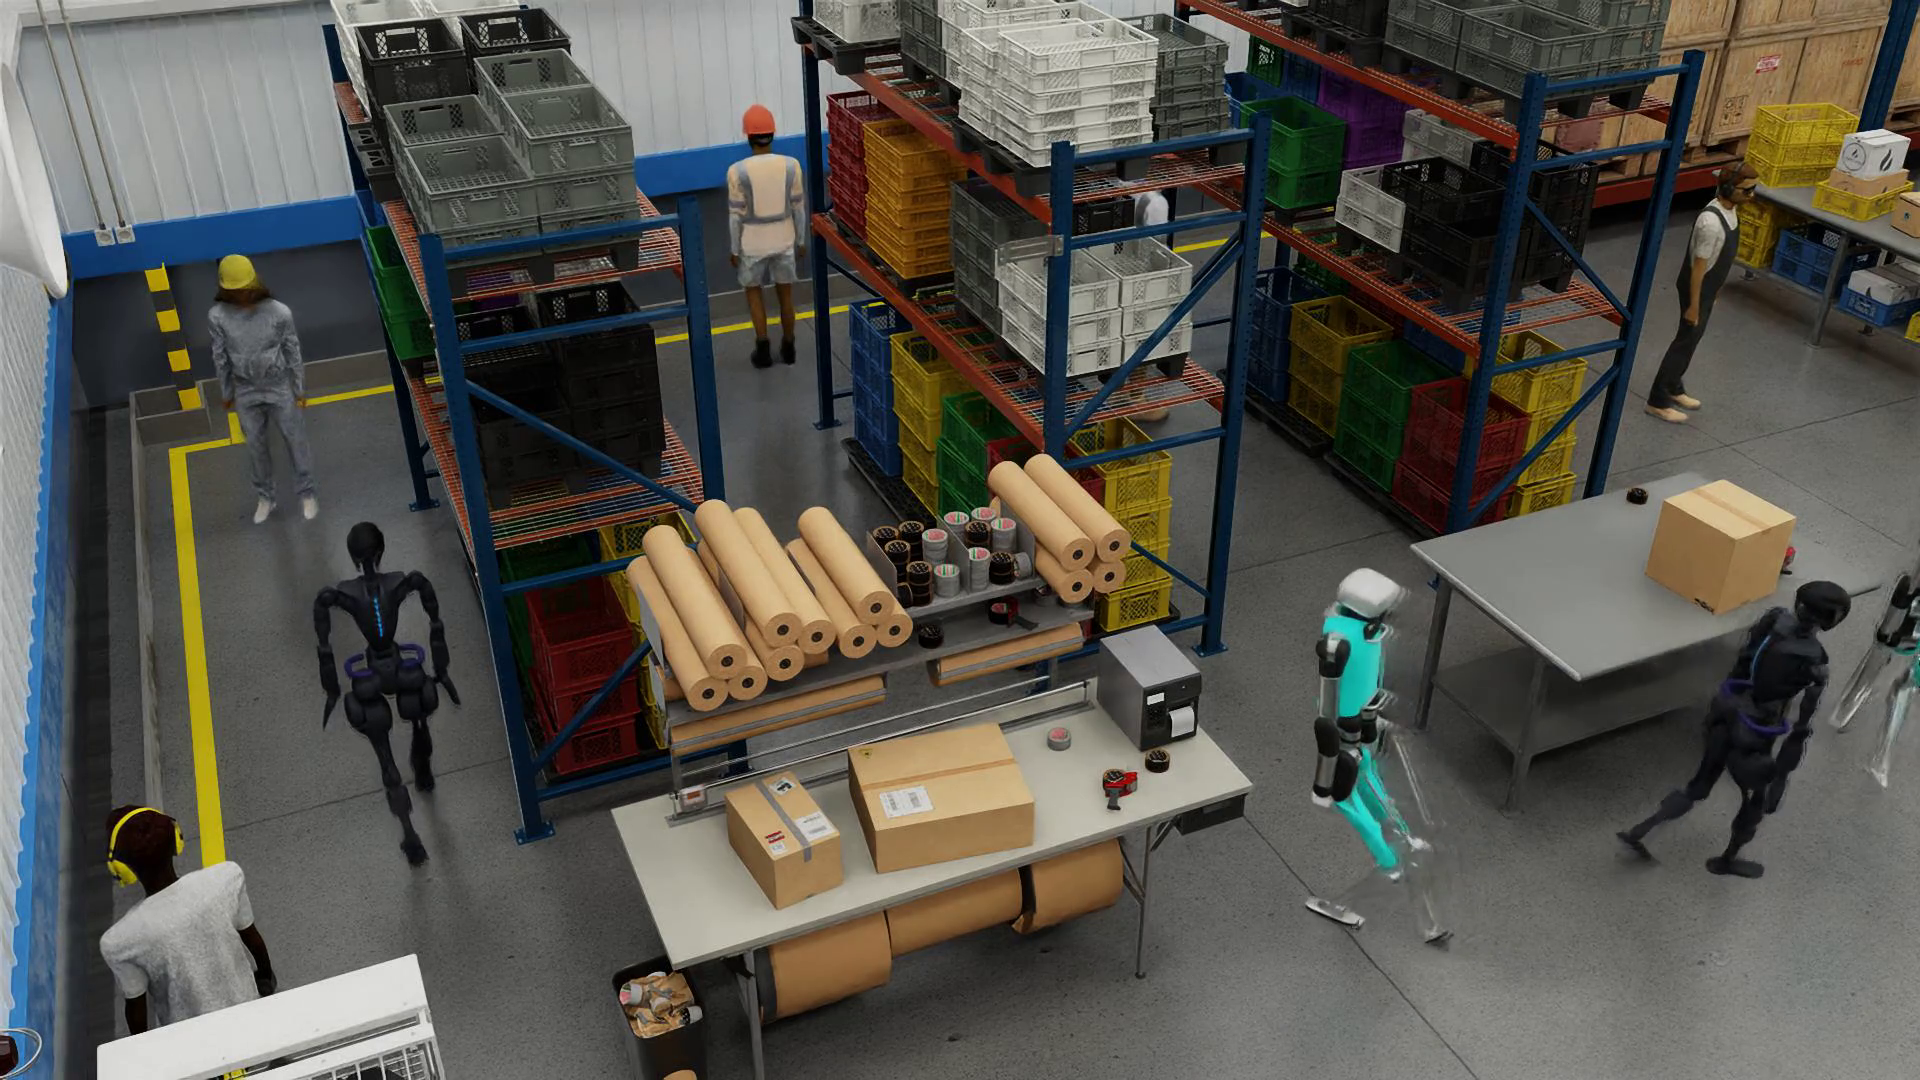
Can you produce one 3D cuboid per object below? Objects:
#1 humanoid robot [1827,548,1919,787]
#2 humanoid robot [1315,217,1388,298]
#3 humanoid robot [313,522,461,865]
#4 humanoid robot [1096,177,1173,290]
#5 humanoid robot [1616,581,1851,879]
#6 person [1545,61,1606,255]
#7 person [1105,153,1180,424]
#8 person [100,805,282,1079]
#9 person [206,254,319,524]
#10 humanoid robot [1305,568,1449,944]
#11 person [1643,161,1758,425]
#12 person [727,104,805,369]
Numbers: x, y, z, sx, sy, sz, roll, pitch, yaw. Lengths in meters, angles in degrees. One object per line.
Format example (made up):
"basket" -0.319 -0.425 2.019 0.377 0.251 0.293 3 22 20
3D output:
"humanoid robot" 4.623 0.333 8.039 0.529 1.756 0.965 3 32 5
"humanoid robot" 3.081 -2.516 12.650 0.982 1.730 0.549 0 32 0
"humanoid robot" -2.634 0.648 7.620 0.609 1.626 0.771 -14 34 -22
"humanoid robot" 1.298 -2.821 13.212 1.030 1.780 0.530 13 34 20
"humanoid robot" 3.368 0.833 7.303 0.675 1.628 0.610 3 32 6
"person" 5.131 -3.246 13.824 0.522 1.761 0.336 -16 35 -24
"person" 1.219 -1.772 11.162 0.390 2.040 0.607 -13 34 -20
"person" -2.602 1.659 5.764 0.340 1.857 0.519 24 39 34
"person" -4.199 -0.904 10.033 0.493 1.742 0.310 -5 32 -8
"humanoid robot" 1.832 1.030 6.989 0.800 1.881 0.545 19 36 28
"person" 4.988 -1.661 11.180 0.332 1.836 0.504 20 37 29
"person" -1.376 -2.140 11.861 0.552 1.936 0.363 -12 34 -18
